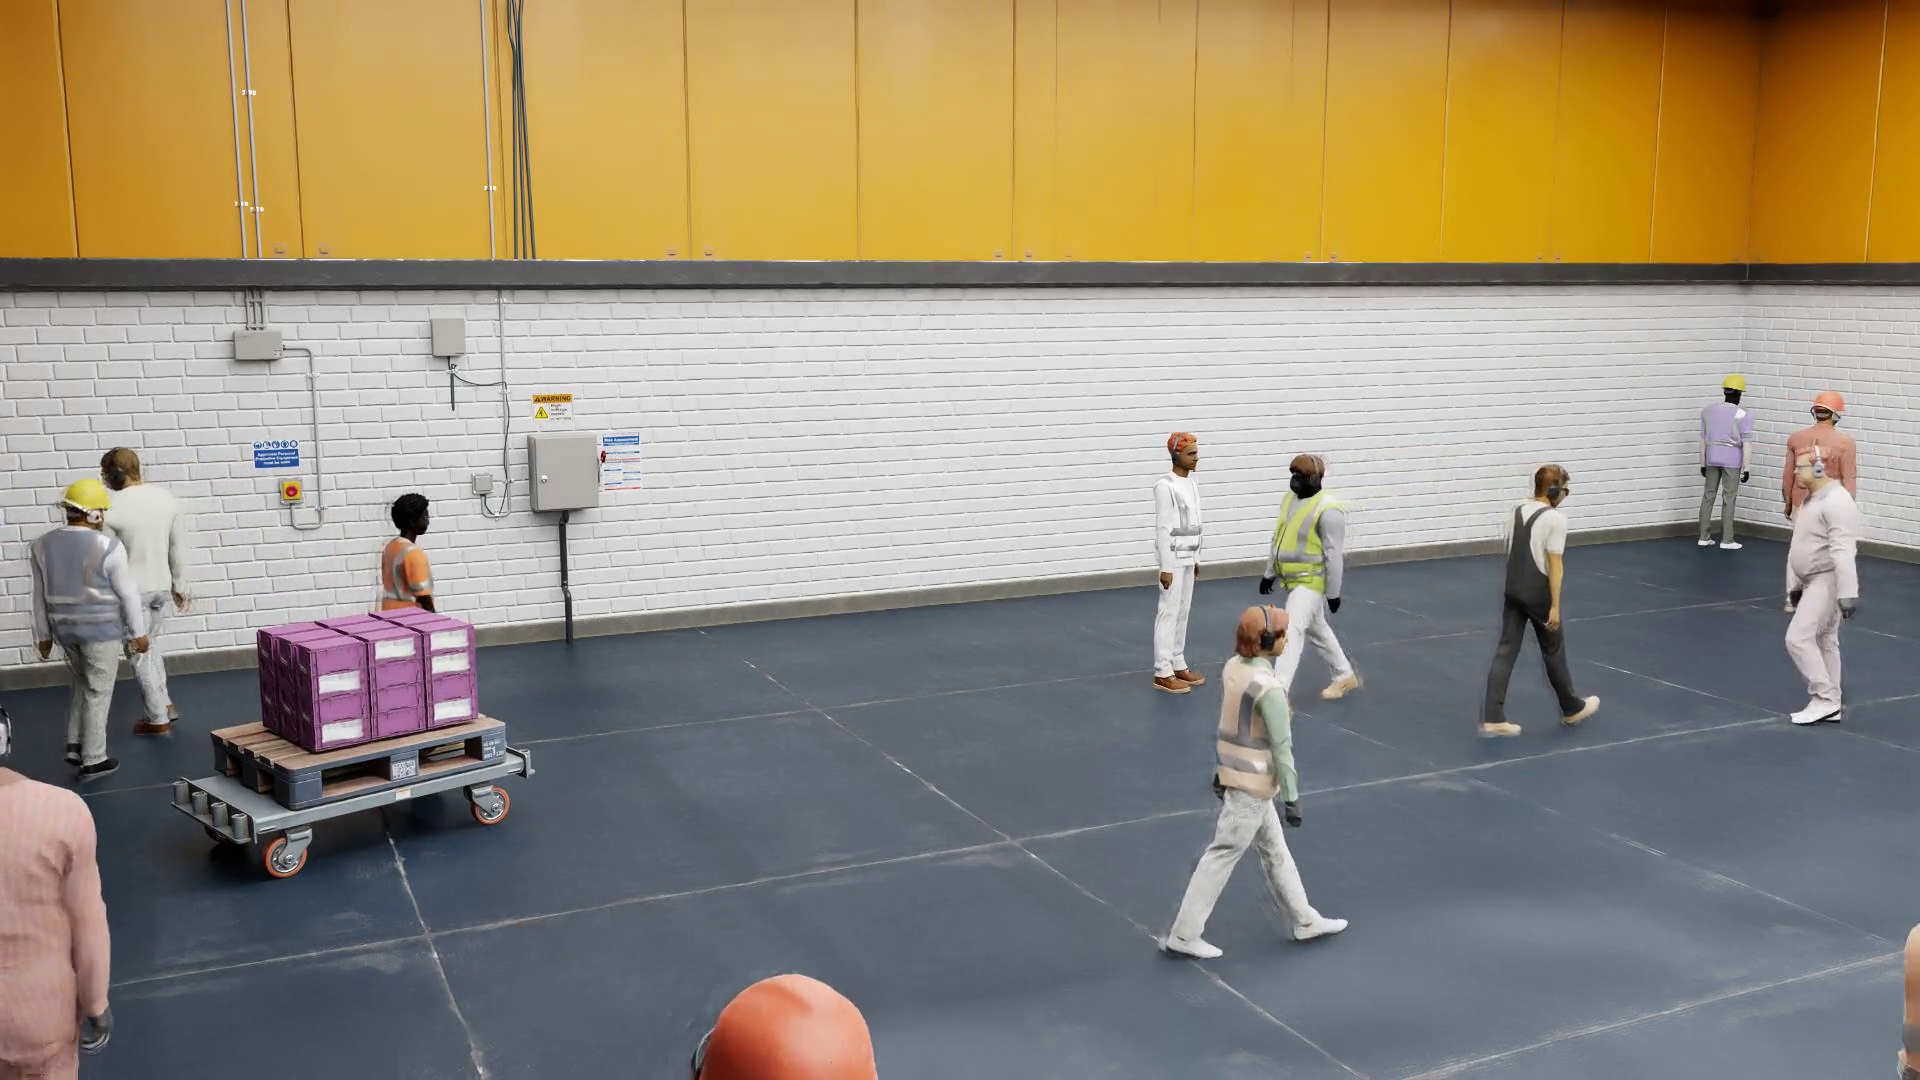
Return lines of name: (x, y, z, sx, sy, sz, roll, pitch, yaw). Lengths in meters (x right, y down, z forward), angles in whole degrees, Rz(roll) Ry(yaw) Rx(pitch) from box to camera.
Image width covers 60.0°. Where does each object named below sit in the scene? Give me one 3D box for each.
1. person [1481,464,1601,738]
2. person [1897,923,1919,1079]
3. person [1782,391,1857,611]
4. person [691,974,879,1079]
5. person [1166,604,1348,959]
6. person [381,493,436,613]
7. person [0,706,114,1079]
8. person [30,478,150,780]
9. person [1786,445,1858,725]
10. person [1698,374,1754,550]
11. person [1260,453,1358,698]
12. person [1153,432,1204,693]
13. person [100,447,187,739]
person: (3.823, 0.399, 10.902, 0.979, 1.777, 0.543, -5, 10, -29)
person: (2.436, 1.444, 4.023, 0.611, 1.901, 0.650, -2, 9, -15)
person: (7.624, -0.327, 14.749, 0.401, 1.989, 0.623, -7, 11, -36)
person: (-0.277, 1.636, 2.601, 0.612, 1.989, 1.035, -8, 12, -41)
person: (1.318, 1.068, 7.323, 0.884, 1.583, 0.531, -1, 9, -9)
person: (-3.333, 0.540, 10.349, 0.658, 1.672, 0.537, -5, 10, -29)
person: (-2.757, 1.347, 4.712, 0.643, 1.882, 0.657, -4, 10, -24)
person: (-5.201, 0.532, 9.965, 0.605, 1.809, 0.435, 2, 9, 12)
person: (5.748, 0.314, 11.130, 0.472, 1.880, 0.690, 3, 10, 17)
person: (8.407, -0.854, 18.253, 0.390, 1.918, 0.581, -7, 12, -38)
person: (2.445, 0.281, 11.600, 0.956, 1.801, 0.634, -3, 10, -16)
person: (1.591, 0.156, 12.084, 0.345, 1.882, 0.584, 5, 10, 29)
person: (-5.378, 0.348, 10.807, 0.539, 1.917, 0.645, 3, 10, 17)
